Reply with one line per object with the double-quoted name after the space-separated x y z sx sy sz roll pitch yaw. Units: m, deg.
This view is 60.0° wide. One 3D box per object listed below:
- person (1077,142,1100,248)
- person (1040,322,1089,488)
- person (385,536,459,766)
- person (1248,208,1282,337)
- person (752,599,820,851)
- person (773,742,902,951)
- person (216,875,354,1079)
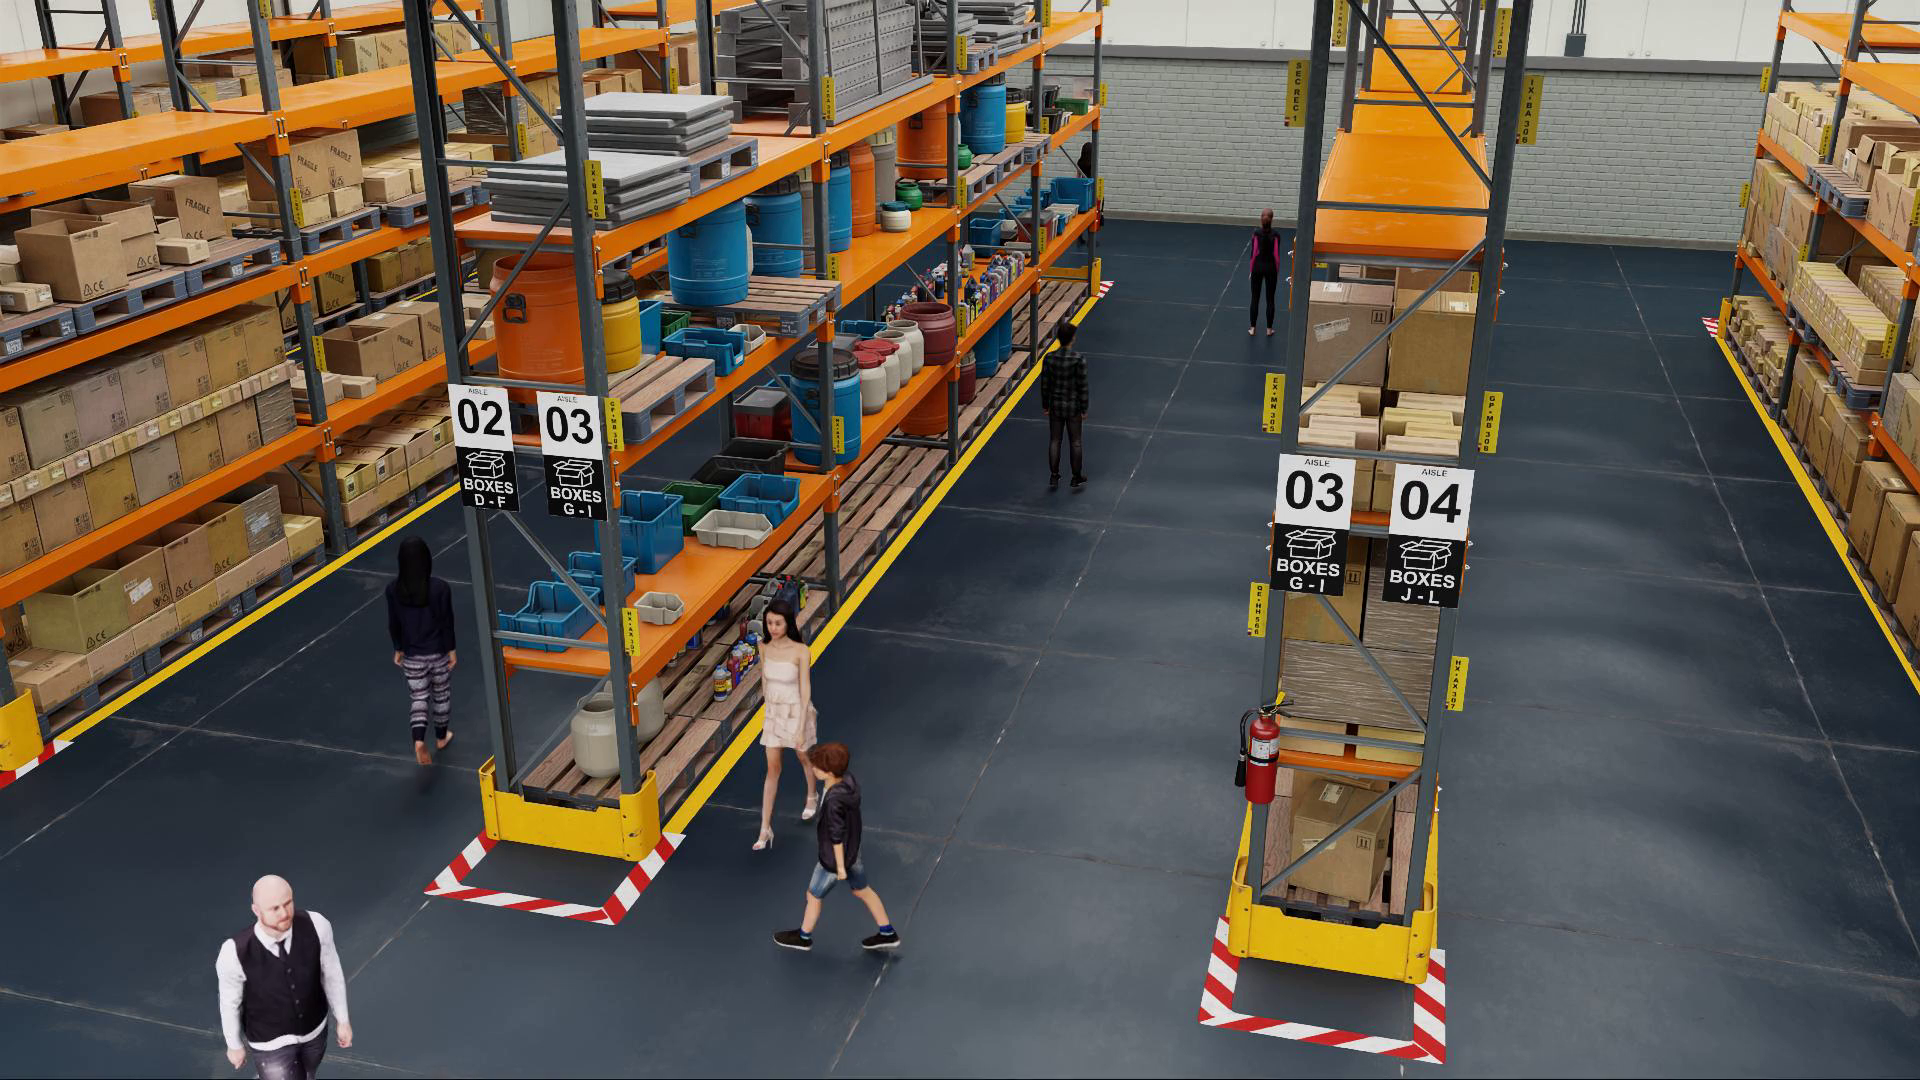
2.152 -5.859 28.160 0.624 1.740 0.629 15 27 32 "person"
1.092 -1.396 17.069 0.690 1.714 0.561 9 24 20 "person"
-3.833 0.812 11.880 0.814 1.717 1.013 -2 22 -5 "person"
4.173 -3.683 22.823 0.573 1.752 0.586 4 23 9 "person"
-1.076 1.174 11.025 0.682 1.695 1.042 9 24 21 "person"
-0.647 1.835 9.782 0.605 1.412 0.918 5 23 12 "person"
-3.257 2.362 8.017 1.128 1.772 1.248 20 29 40 "person"
